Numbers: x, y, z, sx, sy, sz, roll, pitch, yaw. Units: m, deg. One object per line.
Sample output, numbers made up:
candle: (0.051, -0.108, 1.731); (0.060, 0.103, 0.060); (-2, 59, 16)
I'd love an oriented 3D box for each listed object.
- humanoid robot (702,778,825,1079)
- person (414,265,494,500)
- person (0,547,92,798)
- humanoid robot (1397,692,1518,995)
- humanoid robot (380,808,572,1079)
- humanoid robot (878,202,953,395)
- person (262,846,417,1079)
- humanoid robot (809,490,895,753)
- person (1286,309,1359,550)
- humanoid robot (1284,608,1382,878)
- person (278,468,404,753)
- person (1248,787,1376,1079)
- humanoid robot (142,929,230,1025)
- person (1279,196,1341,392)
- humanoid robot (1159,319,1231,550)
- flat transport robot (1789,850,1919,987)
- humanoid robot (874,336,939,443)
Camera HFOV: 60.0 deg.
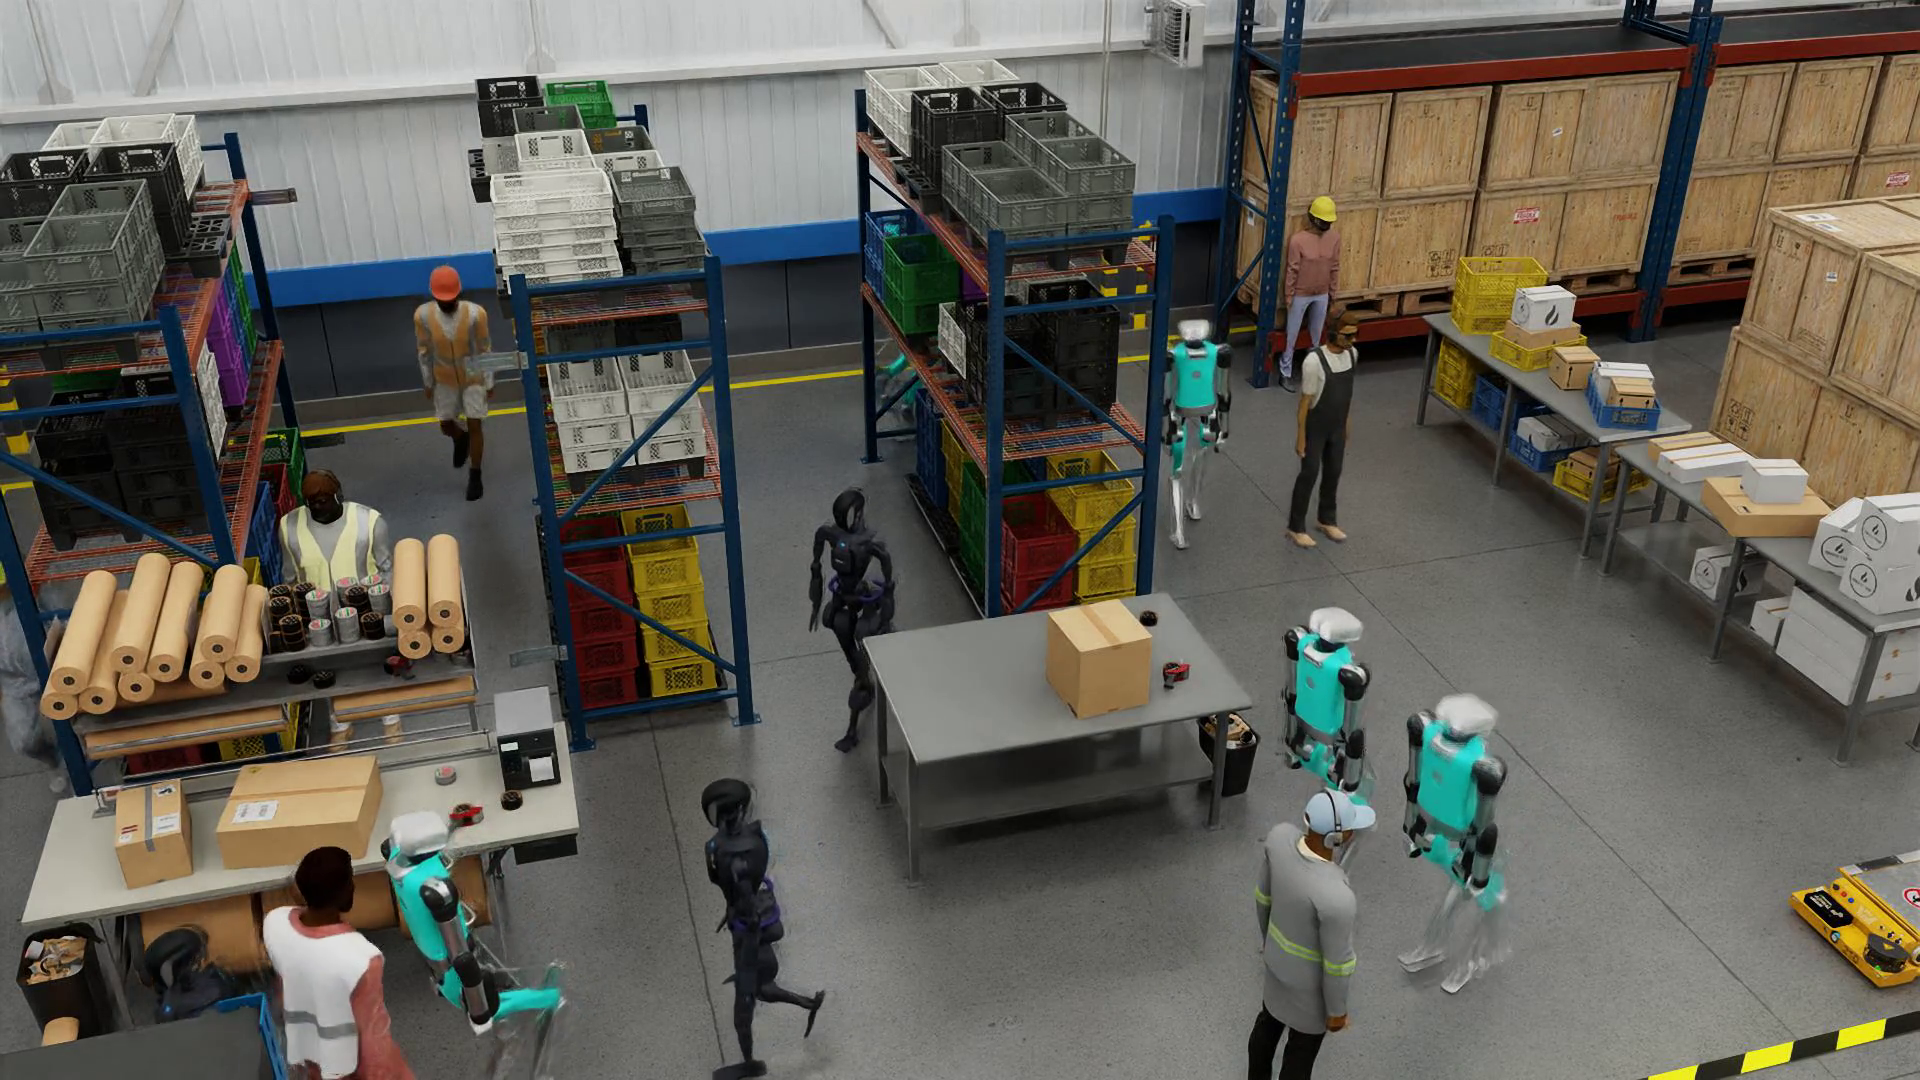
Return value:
humanoid robot: (-0.889, 1.763, 7.508); (0.574, 1.641, 0.598); (-8, 30, -14)
person: (-3.827, -1.248, 12.731); (0.557, 1.908, 0.668); (-4, 29, -8)
person: (-5.139, 0.775, 9.237); (0.502, 1.724, 0.381); (-8, 30, -14)
humanoid robot: (2.465, 1.391, 7.976); (0.736, 1.685, 0.534); (-17, 33, -28)
humanoid robot: (-2.034, 1.864, 7.272); (0.824, 1.792, 0.557); (-22, 36, -35)
humanoid robot: (-0.314, -2.001, 14.281); (0.998, 1.711, 0.545); (16, 33, 27)
person: (-2.518, 2.056, 6.753); (0.608, 1.882, 0.926); (13, 31, 23)
humanoid robot: (-0.655, 0.437, 9.951); (0.609, 1.617, 0.804); (14, 32, 23)
person: (2.628, -0.796, 11.983); (0.529, 1.839, 0.354); (-17, 33, -28)
humanoid robot: (2.055, 1.090, 8.693); (0.795, 1.805, 0.530); (-16, 33, -27)
person: (-3.609, 0.424, 9.757); (0.619, 1.845, 0.430); (-6, 29, -10)
person: (1.509, 1.831, 7.186); (0.397, 1.850, 0.596); (-11, 31, -19)
humanoid robot: (-2.947, 2.182, 6.771); (0.591, 1.635, 0.734); (19, 34, 31)
person: (3.069, -2.144, 14.518); (0.522, 1.761, 0.336); (-10, 30, -18)
humanoid robot: (1.669, -0.868, 12.246); (0.576, 1.787, 0.891); (0, 29, -1)
flat transport robot: (5.163, 1.916, 8.676); (1.431, 0.231, 0.659); (-8, 30, -14)
humanoid robot: (-0.459, -1.529, 13.480); (0.734, 1.833, 0.551); (-11, 31, -19)
